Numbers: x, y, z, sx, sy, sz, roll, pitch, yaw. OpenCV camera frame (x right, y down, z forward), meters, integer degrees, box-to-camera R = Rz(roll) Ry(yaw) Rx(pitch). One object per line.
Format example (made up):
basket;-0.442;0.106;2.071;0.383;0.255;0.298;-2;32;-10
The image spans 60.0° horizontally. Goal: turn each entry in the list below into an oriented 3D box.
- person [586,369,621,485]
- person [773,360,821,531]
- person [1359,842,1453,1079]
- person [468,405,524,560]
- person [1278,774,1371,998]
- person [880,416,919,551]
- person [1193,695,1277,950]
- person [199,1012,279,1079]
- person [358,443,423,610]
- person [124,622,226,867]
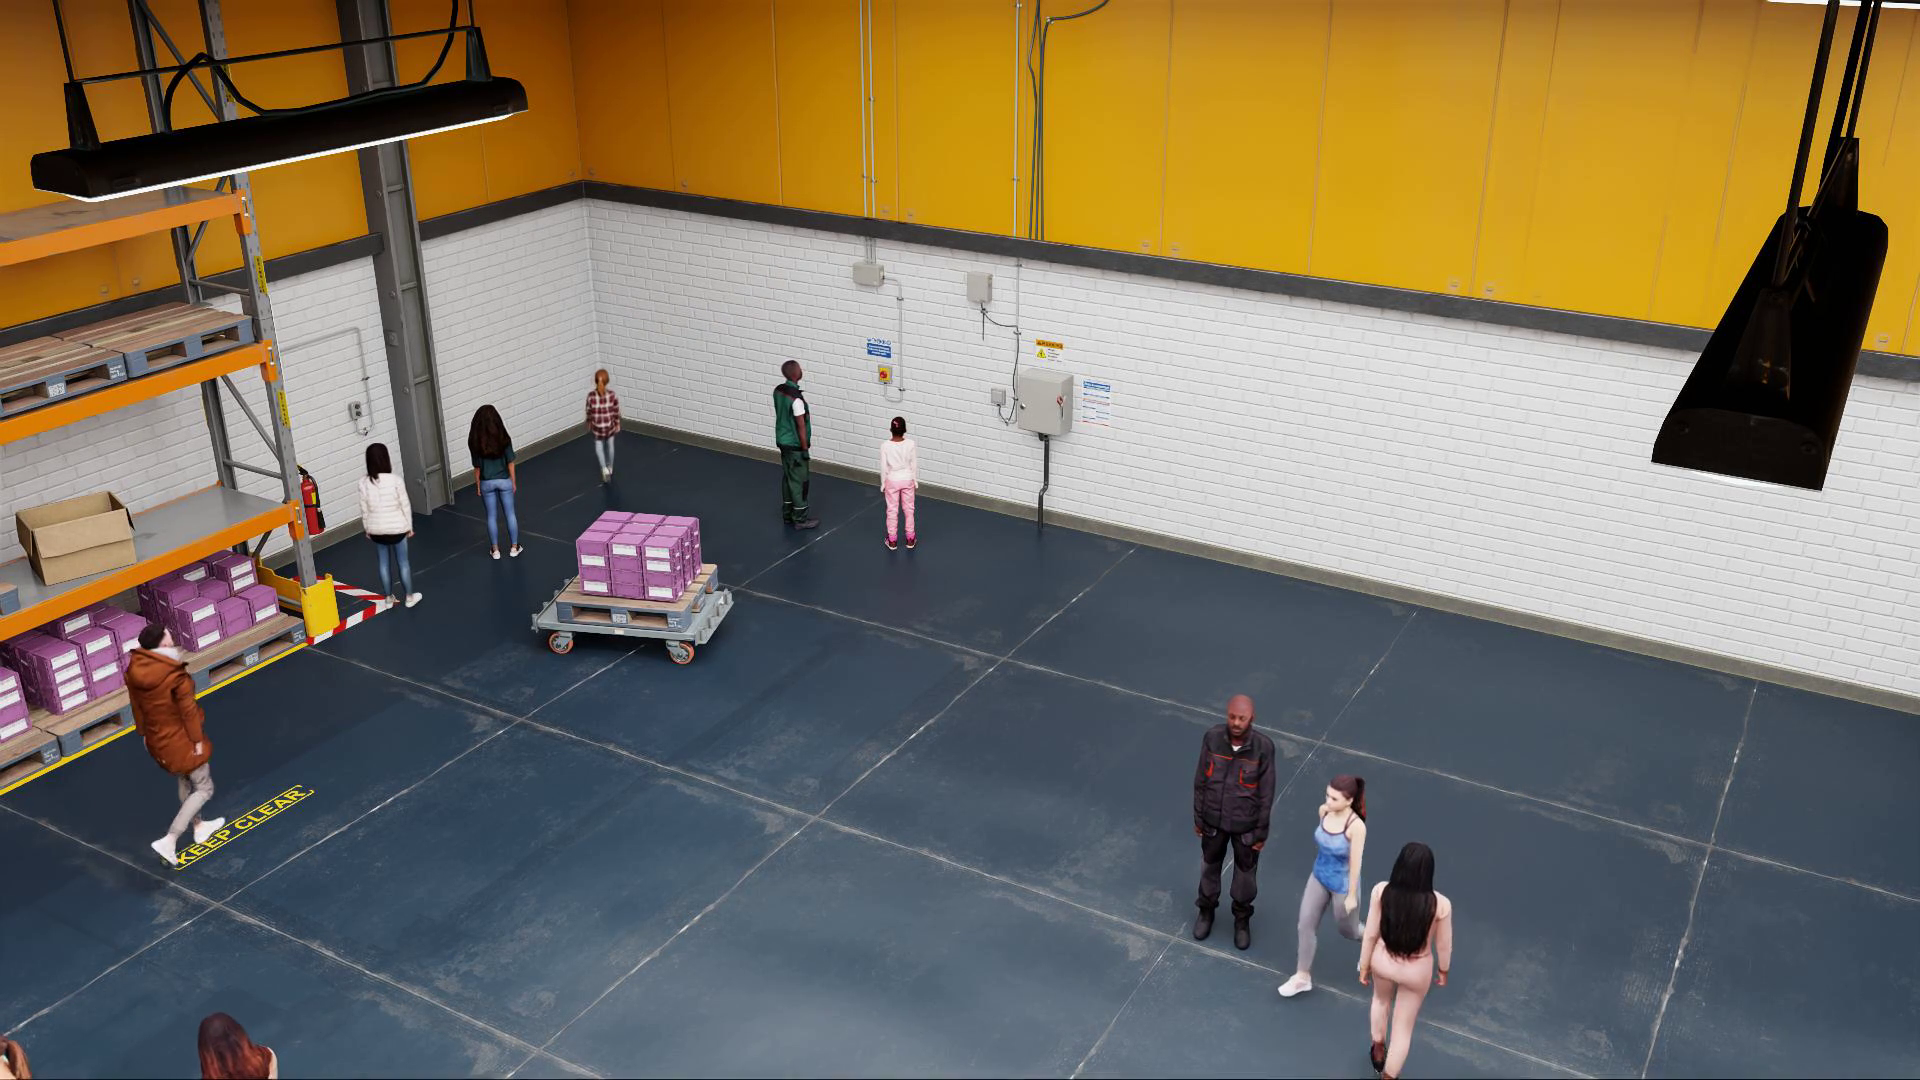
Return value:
person;-4.029;-1.278;18.796;0.861;1.288;0.901;-8;25;-17
person;-1.750;-1.012;17.499;0.773;1.839;0.778;-15;28;-30
person;2.521;2.534;9.553;0.650;1.707;0.739;12;26;25
person;-4.697;-0.593;16.818;0.714;1.617;0.770;-5;24;-12
person;2.447;2.174;10.536;1.115;1.578;0.906;-13;27;-28
person;-0.618;-0.604;17.063;0.620;1.441;0.664;-4;24;-8
person;1.813;1.818;11.047;0.724;1.822;0.640;9;25;19
person;-3.583;3.067;8.390;0.638;1.660;0.443;13;27;28
person;-5.414;-0.133;15.743;0.704;1.636;0.726;-1;24;-3
person;-5.634;1.468;11.846;0.807;1.823;1.043;8;25;18
